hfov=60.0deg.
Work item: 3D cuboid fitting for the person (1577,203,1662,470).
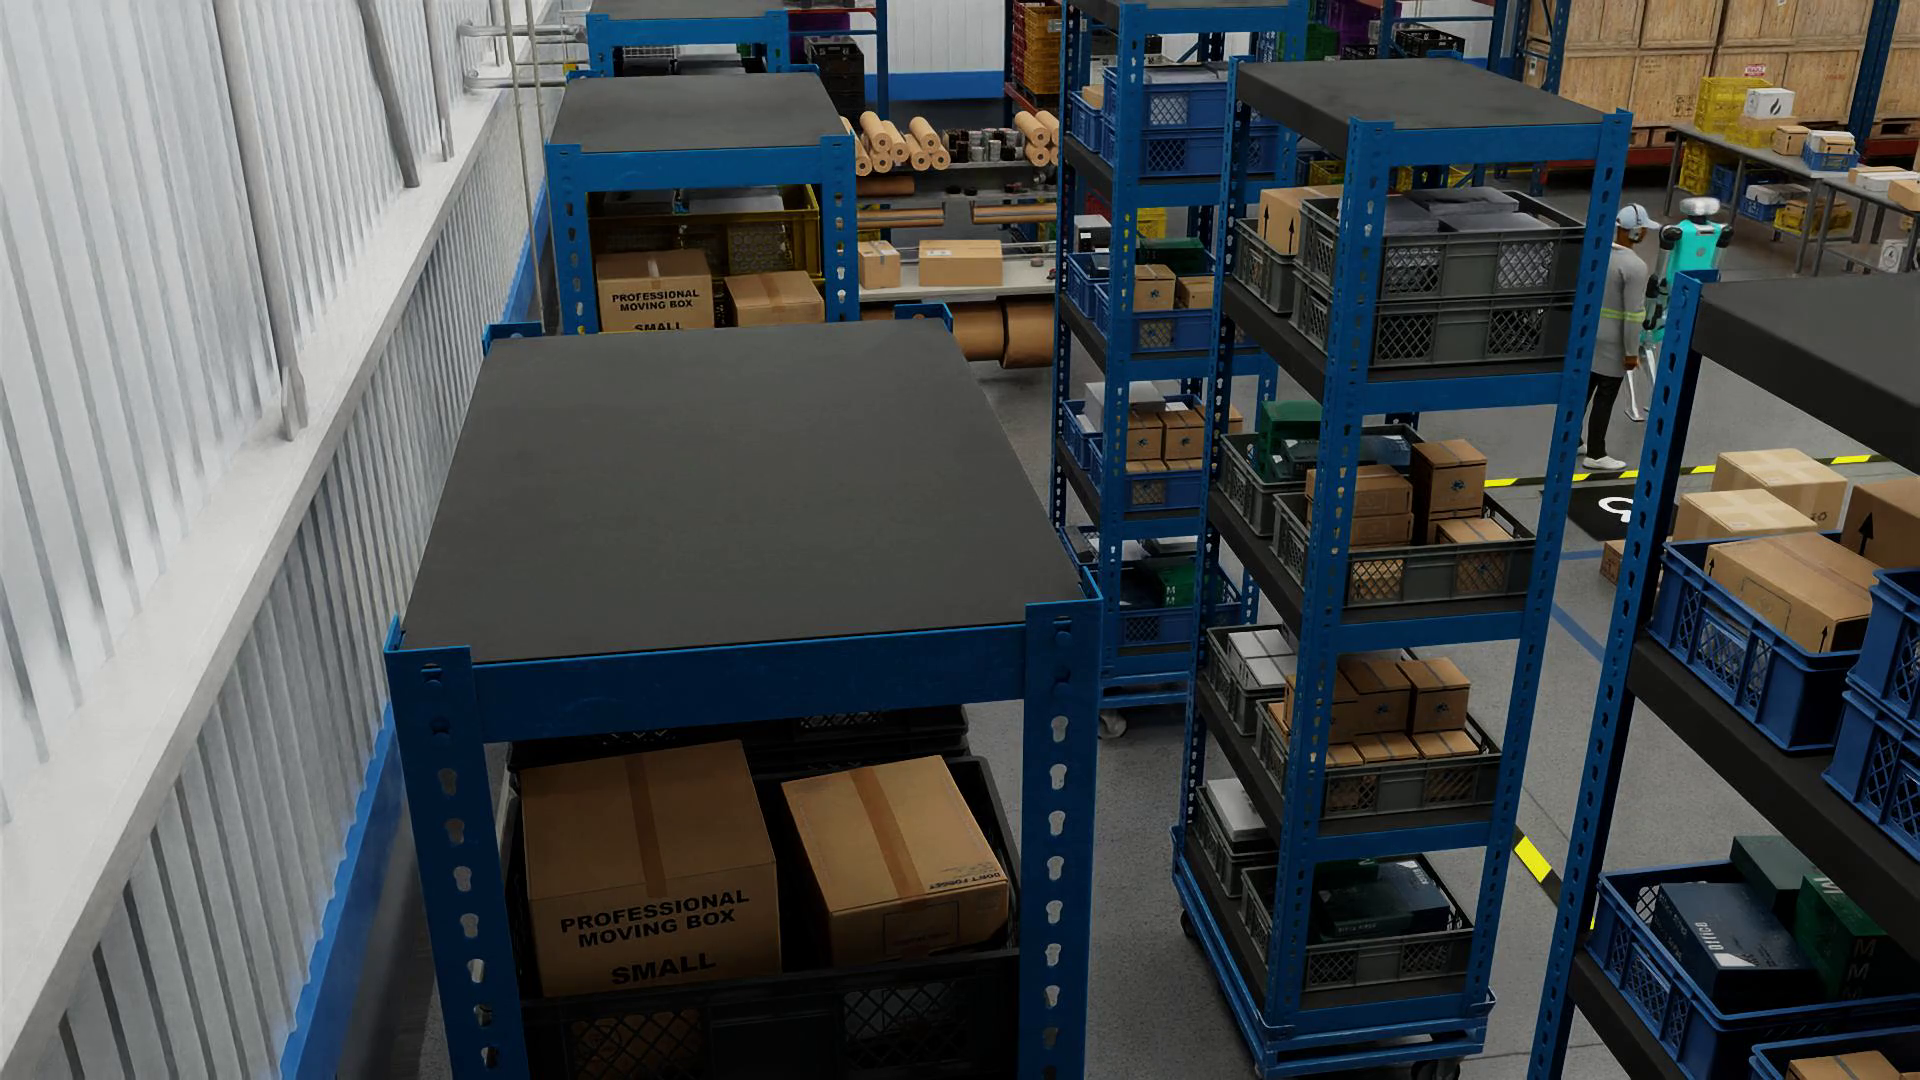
[{"bbox_3d":[4.489,-1.397,11.440,0.385,1.850,0.599,-7,26,-14],"label":"person"}]

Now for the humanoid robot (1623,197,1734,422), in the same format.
[{"bbox_3d":[5.108,-1.714,12.107,0.533,1.677,0.735,-4,25,-9],"label":"humanoid robot"}]
